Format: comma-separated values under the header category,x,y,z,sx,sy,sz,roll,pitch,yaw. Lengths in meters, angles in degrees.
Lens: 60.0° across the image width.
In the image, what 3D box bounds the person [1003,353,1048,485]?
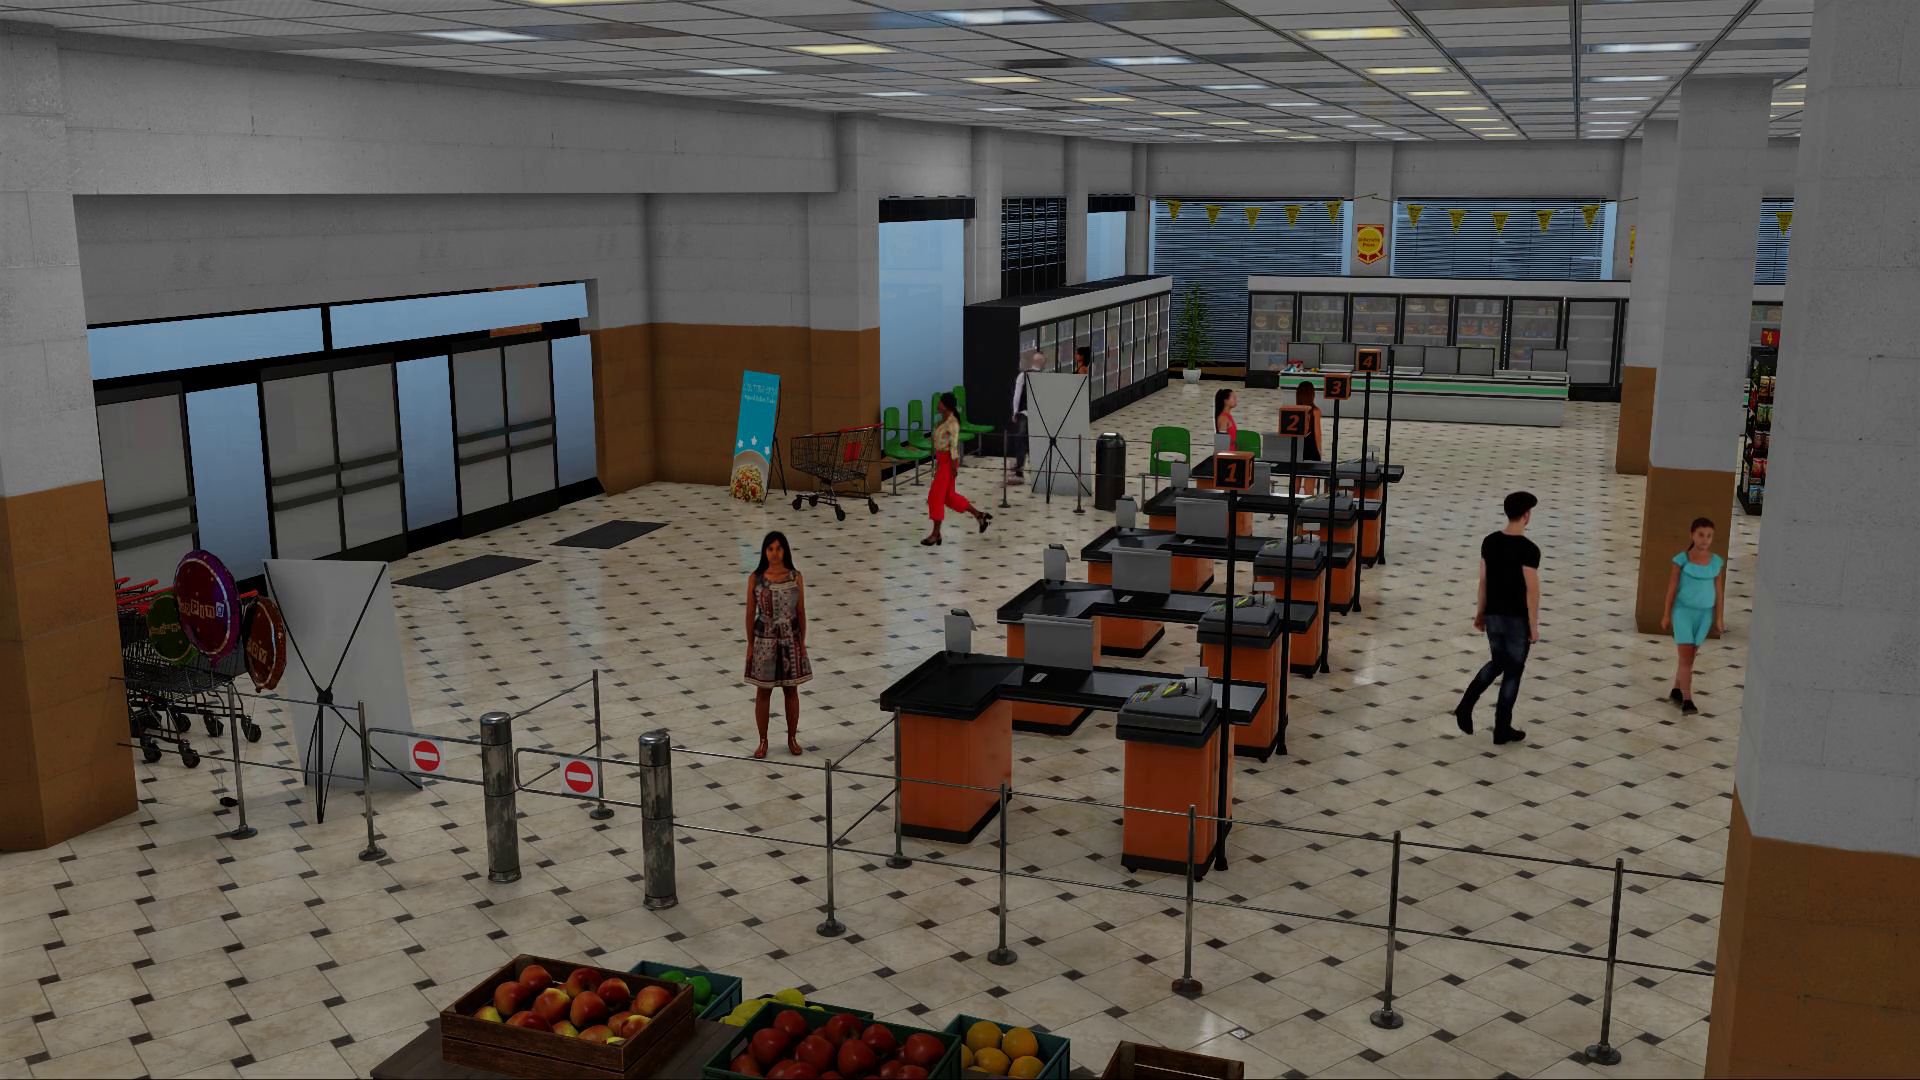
category,x,y,z,sx,sy,sz,roll,pitch,yaw
person,0.961,-1.682,23.156,0.811,1.803,1.010,-4,13,-20

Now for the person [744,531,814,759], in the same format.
category,x,y,z,sx,sy,sz,roll,pitch,yaw
person,-1.324,0.740,12.037,0.666,1.645,0.785,-3,12,-12

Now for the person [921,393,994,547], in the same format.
category,x,y,z,sx,sy,sz,roll,pitch,yaw
person,-0.061,-0.793,19.022,1.143,1.768,0.945,-3,12,-13

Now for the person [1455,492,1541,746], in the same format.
category,x,y,z,sx,sy,sz,roll,pitch,yaw
person,3.942,0.596,12.147,0.992,1.882,0.950,-7,14,-30

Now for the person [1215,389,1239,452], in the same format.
category,x,y,z,sx,sy,sz,roll,pitch,yaw
person,3.160,-0.951,19.876,0.598,1.726,0.638,3,12,13

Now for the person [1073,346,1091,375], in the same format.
category,x,y,z,sx,sy,sz,roll,pitch,yaw
person,1.888,-2.204,25.979,0.641,1.661,0.651,-1,12,-5

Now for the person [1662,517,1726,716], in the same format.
category,x,y,z,sx,sy,sz,roll,pitch,yaw
person,5.731,0.579,13.070,0.919,1.535,0.790,1,12,3

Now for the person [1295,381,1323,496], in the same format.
category,x,y,z,sx,sy,sz,roll,pitch,yaw
person,4.061,-0.964,19.672,0.518,1.834,0.682,7,14,30
